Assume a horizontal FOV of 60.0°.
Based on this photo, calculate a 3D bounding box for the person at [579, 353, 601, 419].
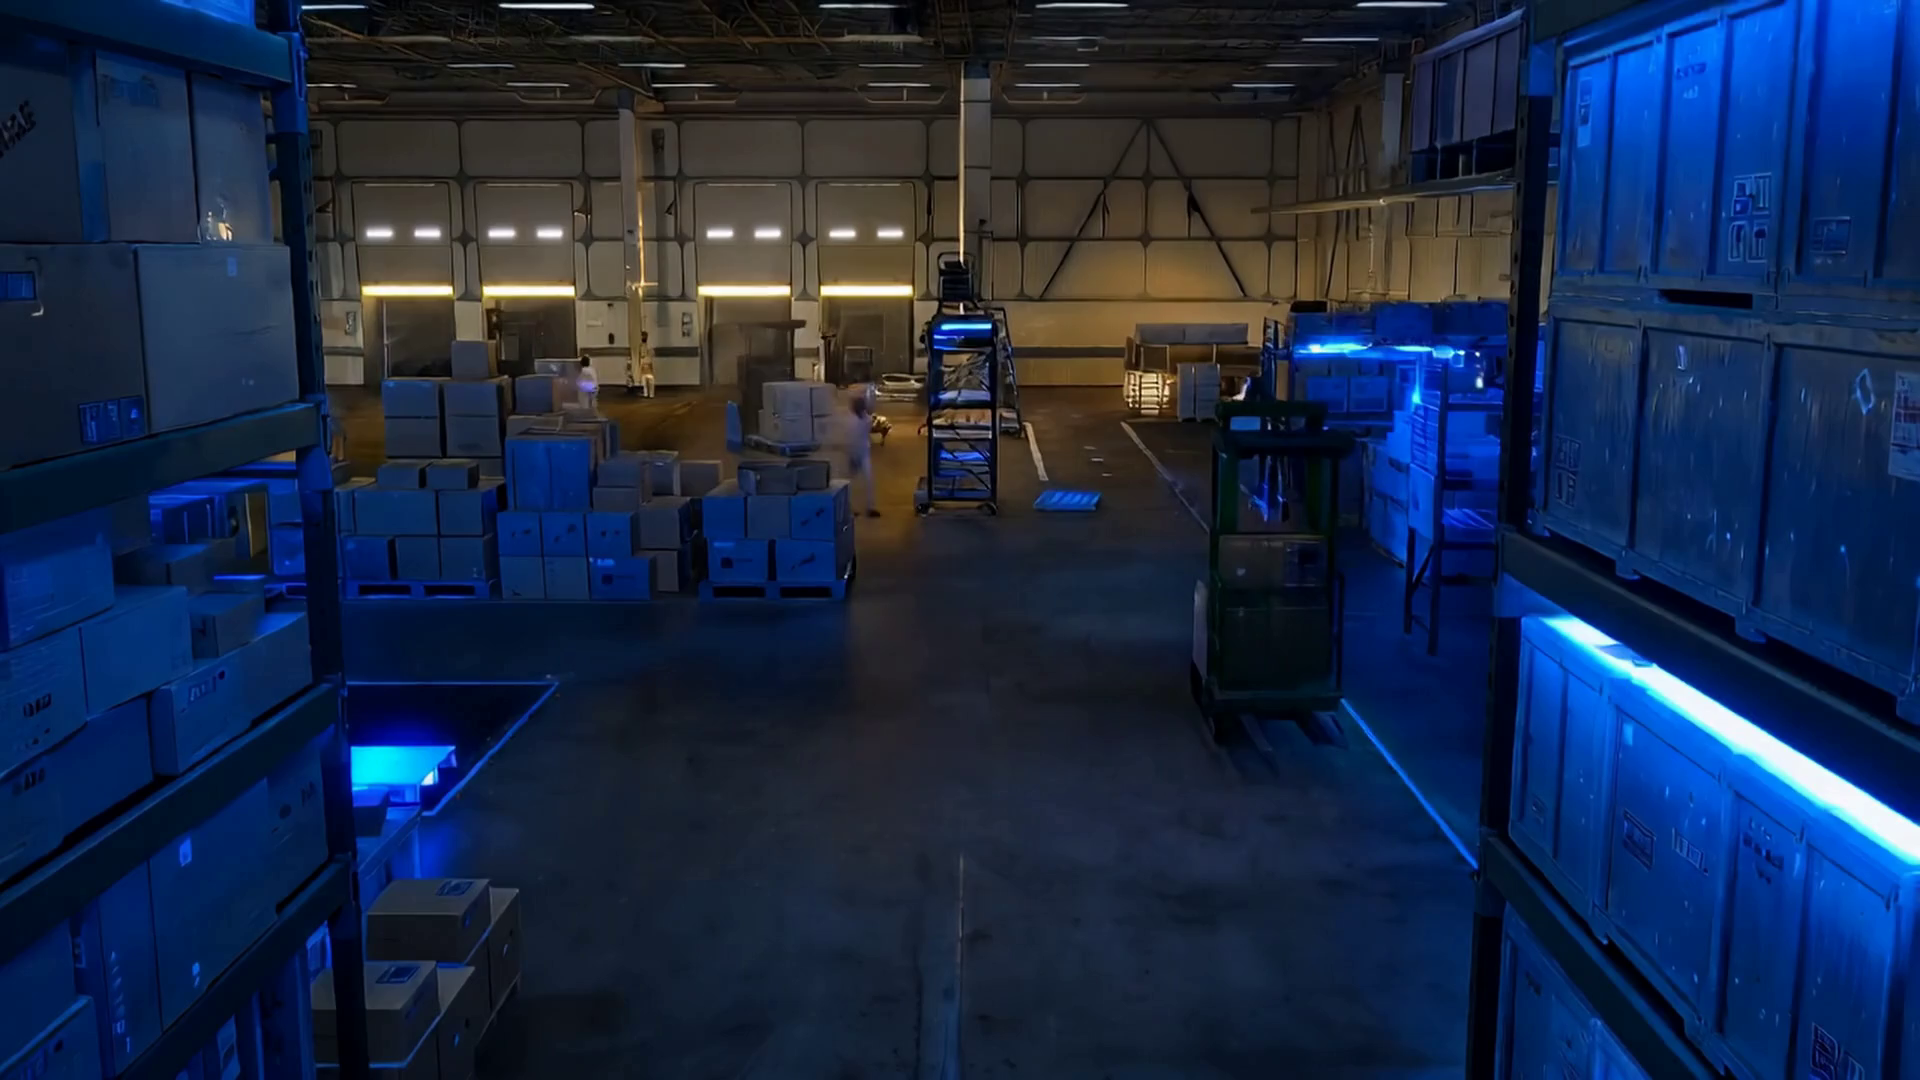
[{"bbox_3d":[-8.411,-3.337,37.906,0.435,1.855,0.700,1,10,6],"label":"person"}]

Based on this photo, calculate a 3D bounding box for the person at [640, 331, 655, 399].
[{"bbox_3d":[-8.855,-4.956,47.048,0.386,1.929,0.544,-9,13,-42],"label":"person"}]

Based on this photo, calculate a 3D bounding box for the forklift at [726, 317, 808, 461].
[{"bbox_3d":[-3.956,-3.089,33.522,1.129,2.768,1.873,-5,11,-27],"label":"forklift"}]

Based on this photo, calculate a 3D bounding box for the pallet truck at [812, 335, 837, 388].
[{"bbox_3d":[-3.021,-4.312,43.126,1.885,1.965,0.823,3,10,17],"label":"pallet truck"}]

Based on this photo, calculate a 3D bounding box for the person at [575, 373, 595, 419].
[{"bbox_3d":[-6.928,-2.173,31.102,1.004,1.880,0.559,0,10,0],"label":"person"}]

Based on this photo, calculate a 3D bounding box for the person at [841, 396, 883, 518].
[{"bbox_3d":[-1.519,-1.262,25.780,0.662,1.902,0.872,-9,13,-41],"label":"person"}]

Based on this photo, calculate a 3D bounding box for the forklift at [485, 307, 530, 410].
[{"bbox_3d":[-10.754,-4.150,39.646,1.129,2.768,1.873,0,10,1],"label":"forklift"}]

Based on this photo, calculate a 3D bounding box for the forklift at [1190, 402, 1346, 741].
[{"bbox_3d":[2.698,0.176,14.688,1.129,2.768,1.873,0,10,1],"label":"forklift"}]
